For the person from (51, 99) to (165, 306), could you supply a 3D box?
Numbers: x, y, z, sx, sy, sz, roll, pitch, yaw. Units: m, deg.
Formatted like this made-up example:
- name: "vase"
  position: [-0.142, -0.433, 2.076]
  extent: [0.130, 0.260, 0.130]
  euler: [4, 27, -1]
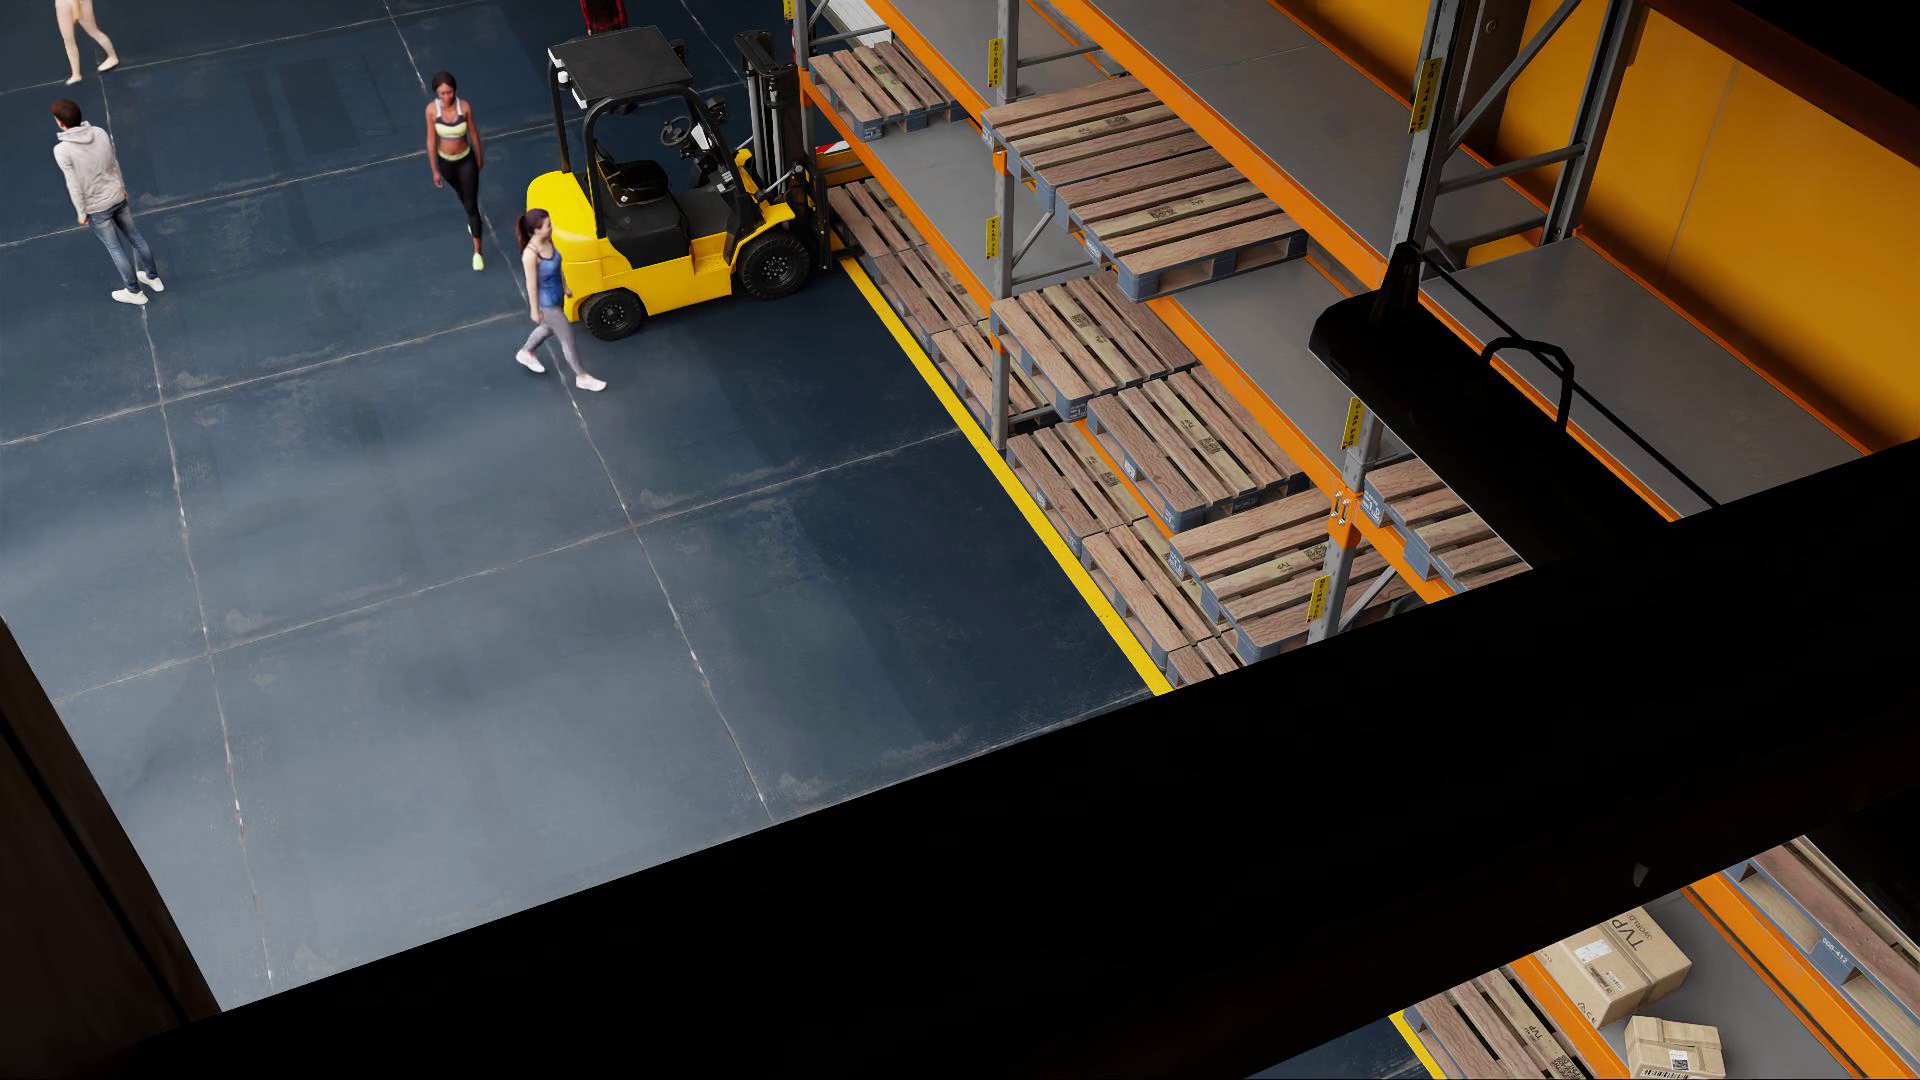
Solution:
- name: "person"
  position: [-7.092, -2.806, 13.789]
  extent: [0.797, 1.853, 0.747]
  euler: [16, 46, 16]

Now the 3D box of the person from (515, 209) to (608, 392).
- name: "person"
  position: [-3.278, -1.886, 13.024]
  extent: [1.001, 1.577, 1.033]
  euler: [9, 44, 10]

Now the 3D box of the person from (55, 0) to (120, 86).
- name: "person"
  position: [-8.879, -5.421, 16.723]
  extent: [0.957, 1.592, 1.014]
  euler: [21, 48, 21]

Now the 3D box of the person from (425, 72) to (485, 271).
- name: "person"
  position: [-4.348, -3.290, 14.406]
  extent: [0.805, 1.701, 1.235]
  euler: [-6, 44, -6]

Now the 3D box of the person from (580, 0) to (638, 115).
- name: "person"
  position: [-3.431, -4.934, 16.165]
  extent: [0.667, 1.656, 0.693]
  euler: [7, 44, 8]
